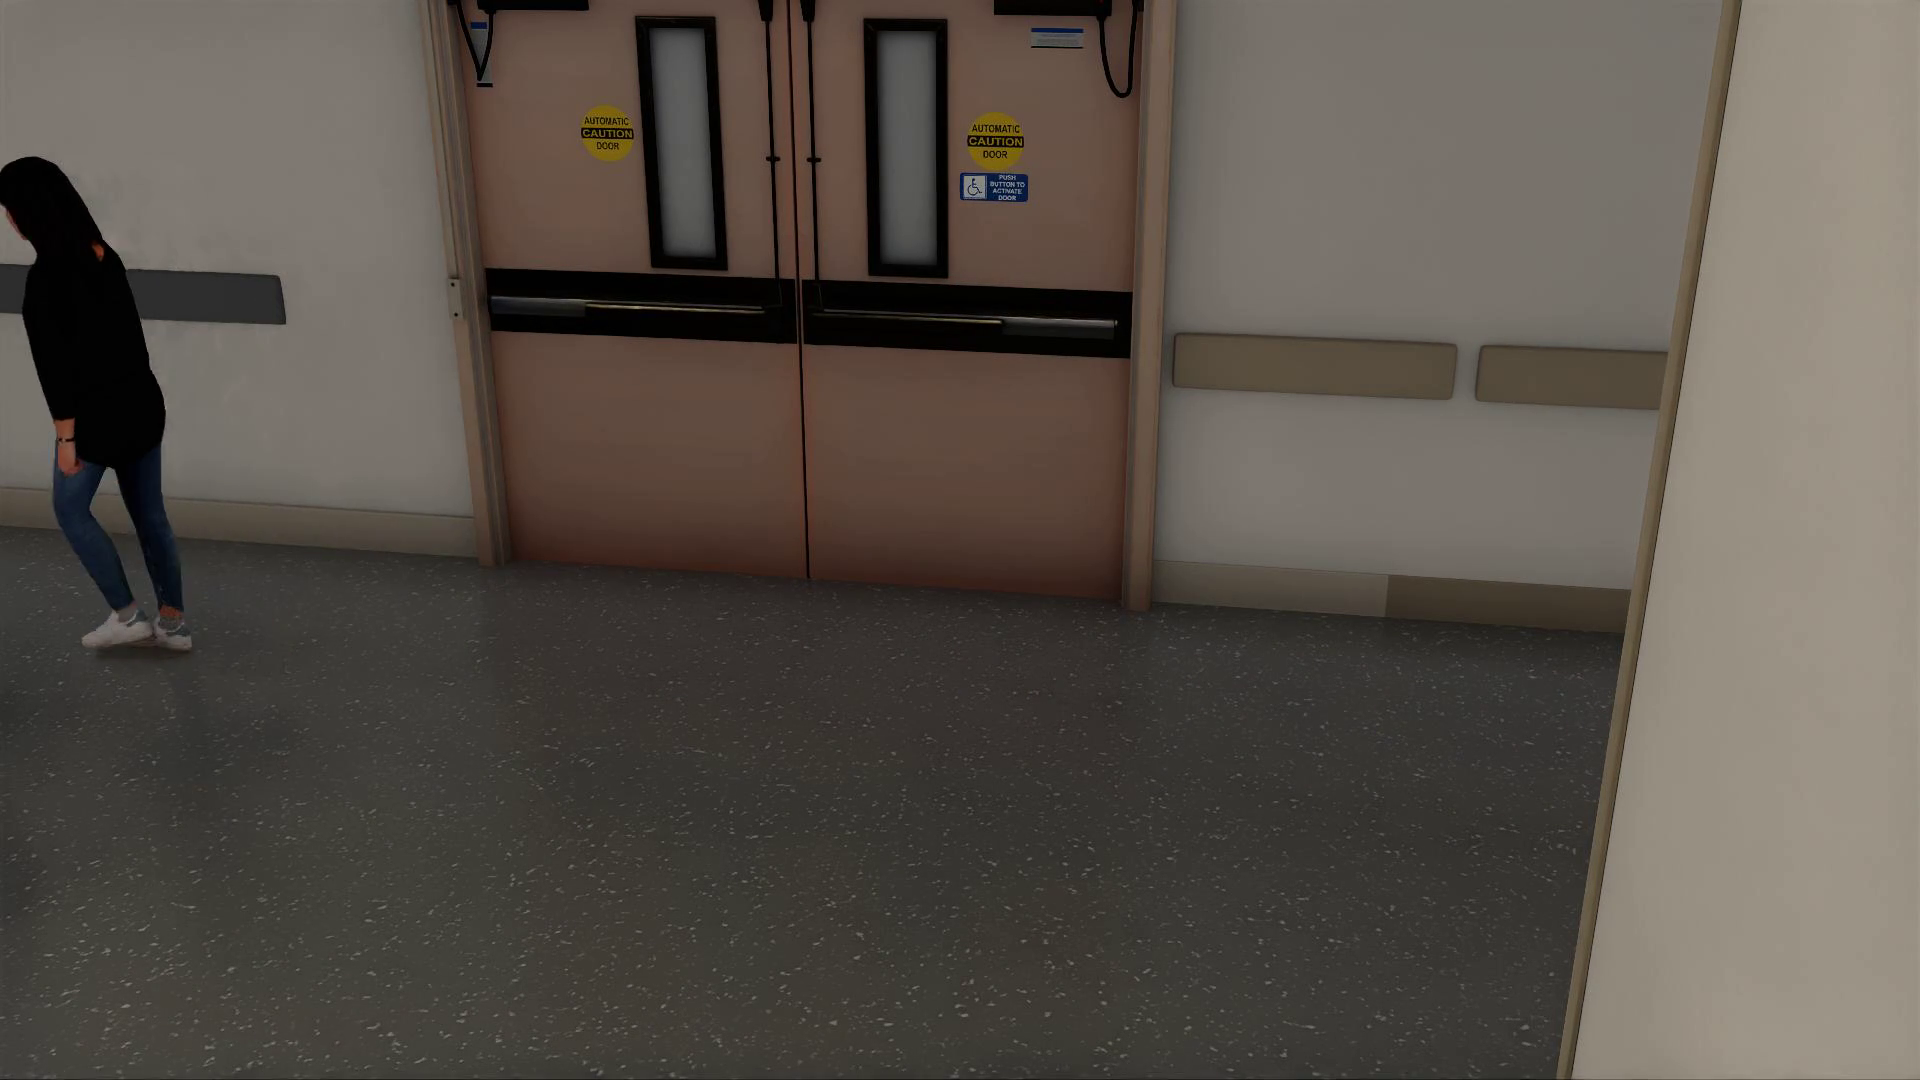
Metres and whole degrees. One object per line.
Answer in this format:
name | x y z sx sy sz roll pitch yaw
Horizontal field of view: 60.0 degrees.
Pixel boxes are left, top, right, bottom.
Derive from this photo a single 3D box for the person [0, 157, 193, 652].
person | -2.668 -0.392 5.322 0.595 1.626 0.624 5 21 12
